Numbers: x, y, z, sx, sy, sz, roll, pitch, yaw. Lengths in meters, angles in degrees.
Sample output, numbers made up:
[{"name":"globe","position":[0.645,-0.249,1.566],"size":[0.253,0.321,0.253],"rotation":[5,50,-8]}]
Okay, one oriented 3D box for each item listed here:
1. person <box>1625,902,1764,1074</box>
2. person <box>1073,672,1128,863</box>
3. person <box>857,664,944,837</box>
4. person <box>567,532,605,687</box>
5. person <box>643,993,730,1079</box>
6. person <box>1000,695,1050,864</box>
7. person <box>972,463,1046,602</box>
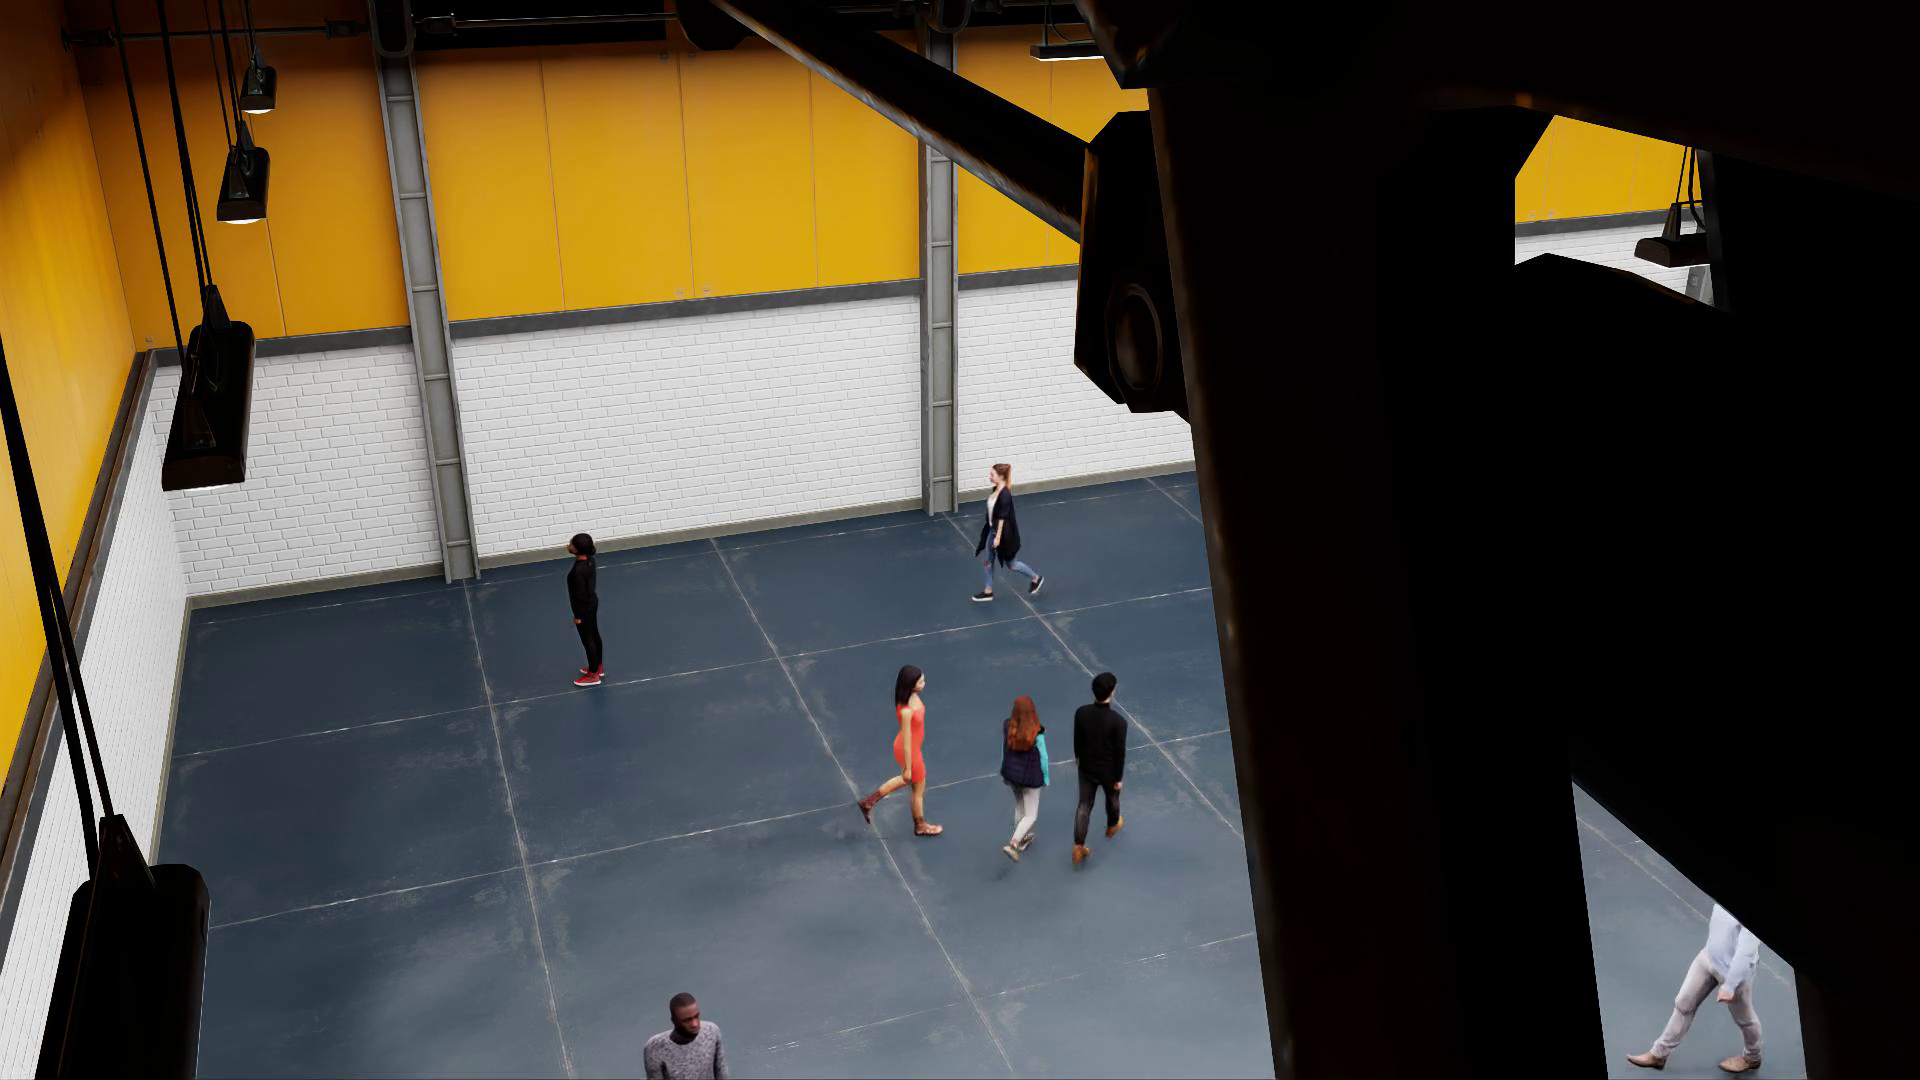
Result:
[{"name":"person","position":[5.415,2.987,11.555],"size":[1.280,1.843,0.850],"rotation":[-3,24,-8]},{"name":"person","position":[1.145,1.952,14.114],"size":[1.085,1.688,1.160],"rotation":[12,26,25]},{"name":"person","position":[-0.518,1.838,14.354],"size":[1.034,1.706,0.755],"rotation":[-4,24,-9]},{"name":"person","position":[-3.828,0.685,17.034],"size":[0.679,1.671,0.676],"rotation":[2,24,4]},{"name":"person","position":[-1.682,3.547,10.285],"size":[0.567,1.833,0.783],"rotation":[-14,27,-29]},{"name":"person","position":[0.520,2.043,14.151],"size":[0.820,1.492,0.929],"rotation":[18,29,35]},{"name":"person","position":[0.564,-0.065,18.768],"size":[1.048,1.657,0.624],"rotation":[-8,25,-18]}]
